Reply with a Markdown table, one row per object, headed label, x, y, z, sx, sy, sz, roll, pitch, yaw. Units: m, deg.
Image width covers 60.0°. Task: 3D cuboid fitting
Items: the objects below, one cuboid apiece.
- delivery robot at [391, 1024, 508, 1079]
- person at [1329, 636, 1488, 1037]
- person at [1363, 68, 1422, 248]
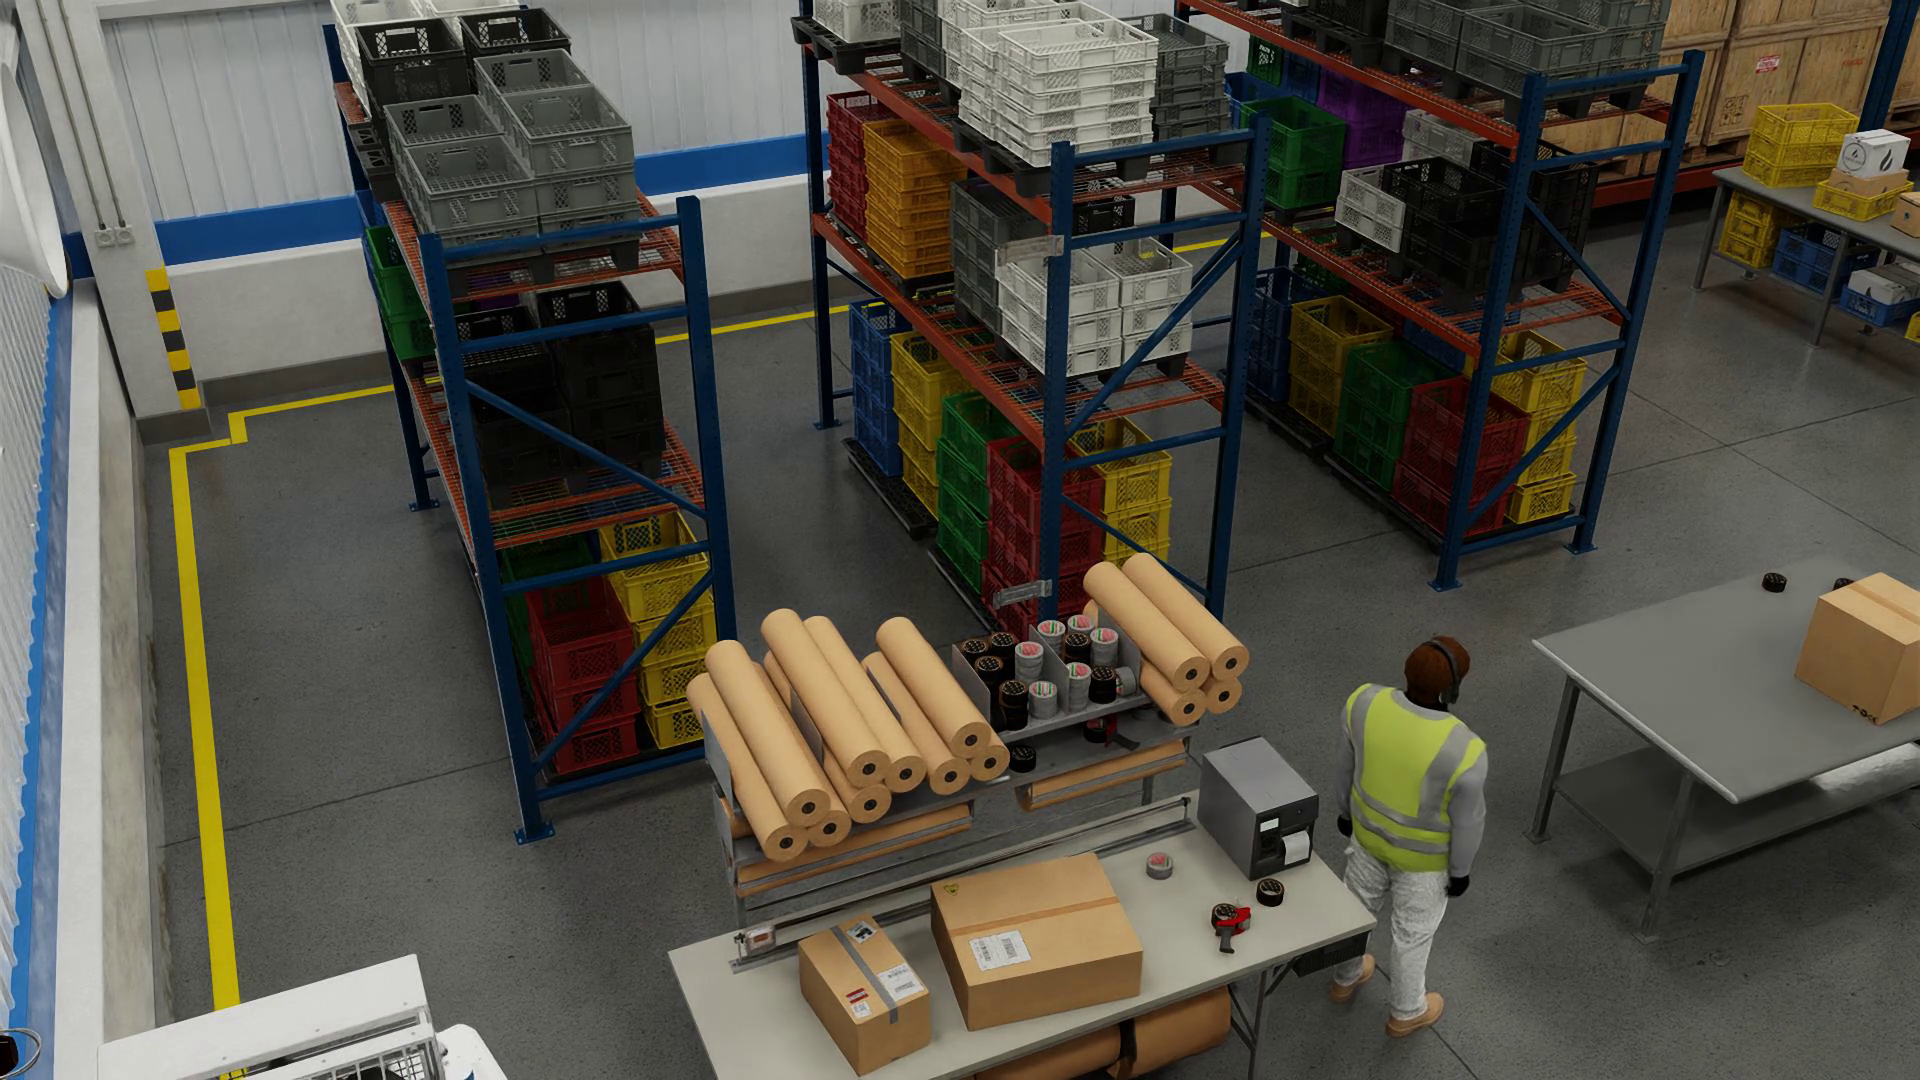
| label | x | y | z | sx | sy | sz | roll | pitch | yaw |
| --- | --- | --- | --- | --- | --- | --- | --- | --- | --- |
| delivery robot | -1.817 | 2.122 | 6.143 | 0.477 | 0.478 | 0.707 | -21 | 37 | -31 |
| person | 1.759 | 1.163 | 6.567 | 0.430 | 1.845 | 0.624 | -25 | 40 | -35 |
| person | 3.556 | -3.368 | 13.884 | 0.574 | 1.887 | 0.355 | -20 | 37 | -29 |
